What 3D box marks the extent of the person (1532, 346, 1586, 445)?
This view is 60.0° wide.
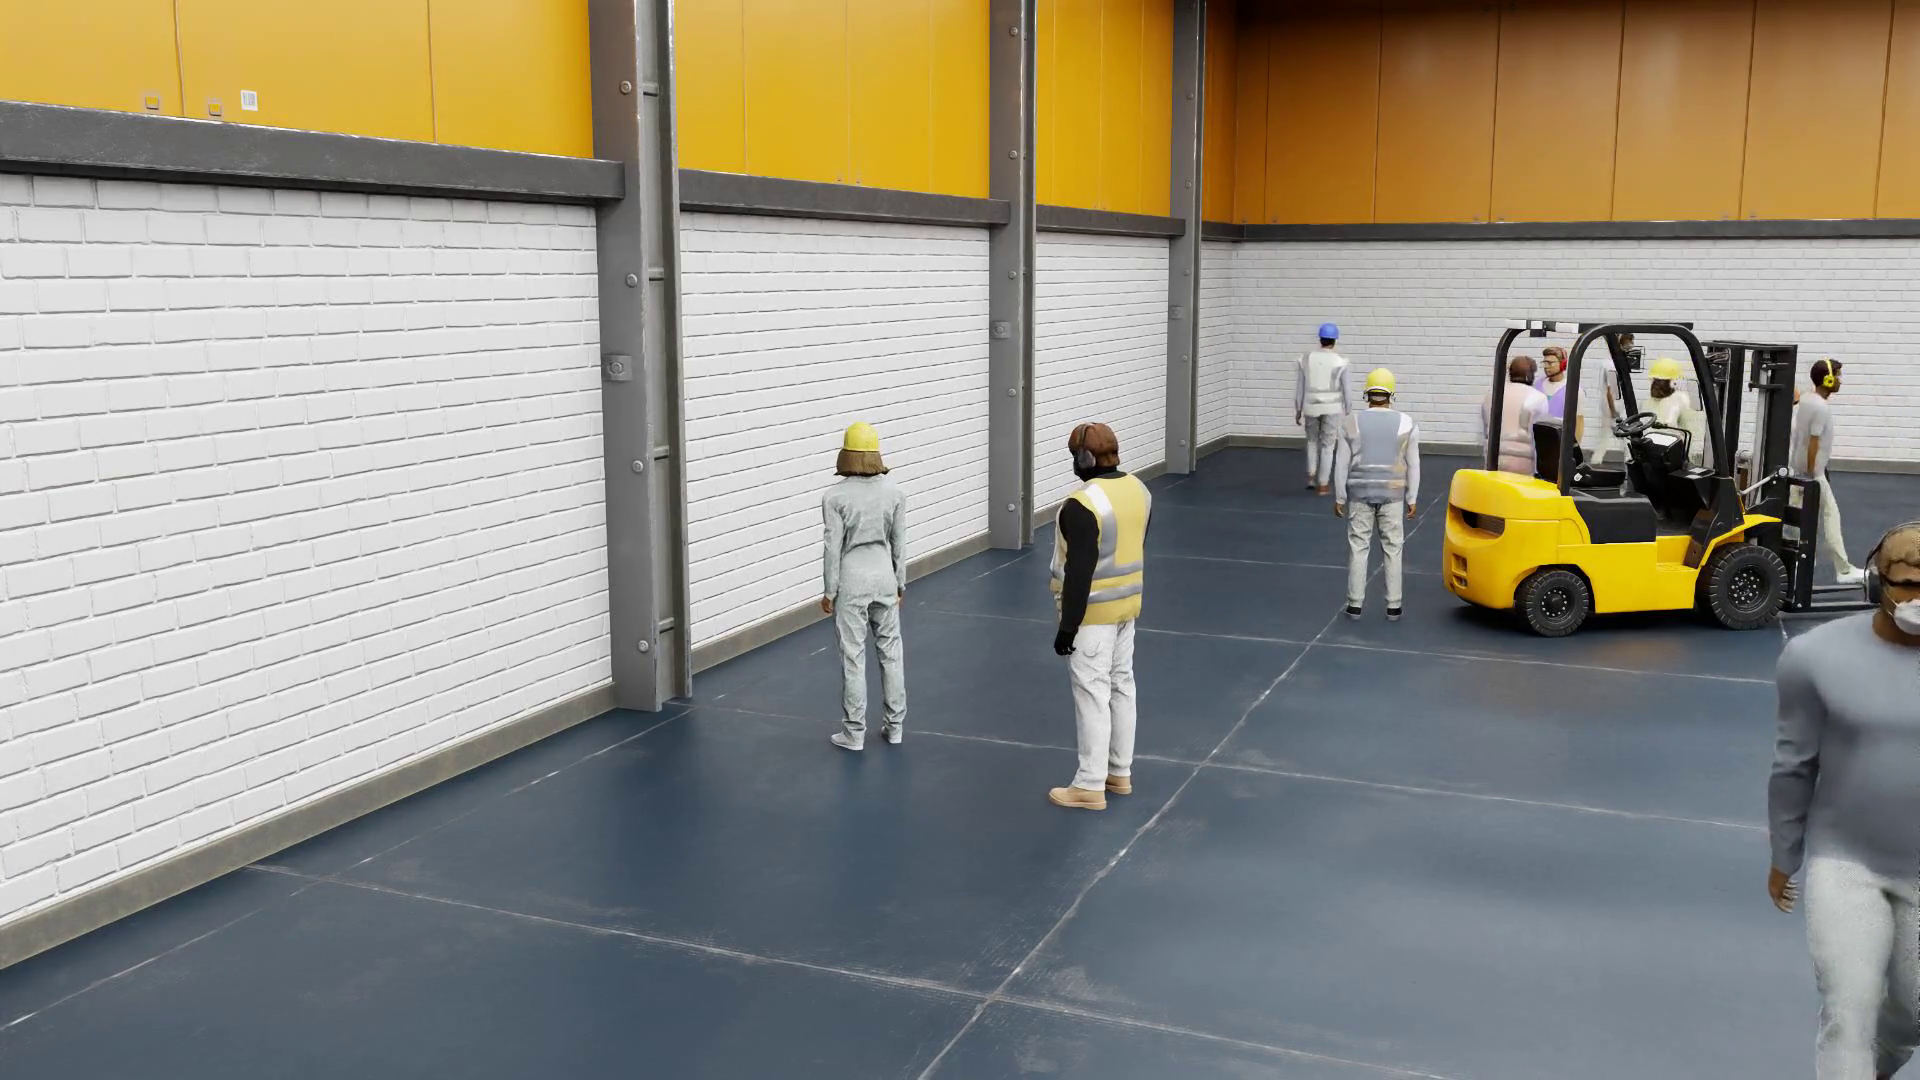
[{"bbox_3d":[5.357,-0.819,14.990,0.392,1.846,0.564,-6,11,-33],"label":"person"}]

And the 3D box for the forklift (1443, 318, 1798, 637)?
[{"bbox_3d":[4.706,-0.497,11.990,2.313,2.155,1.214,-2,10,-10],"label":"forklift"}]

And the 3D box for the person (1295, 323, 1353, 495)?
[{"bbox_3d":[4.107,-1.471,18.693,0.639,1.925,0.517,5,11,28],"label":"person"}]

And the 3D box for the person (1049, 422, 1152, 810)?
[{"bbox_3d":[0.642,0.356,7.908,0.429,1.838,0.622,7,11,35],"label":"person"}]

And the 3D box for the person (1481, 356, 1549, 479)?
[{"bbox_3d":[4.637,-0.622,13.875,0.596,1.815,0.650,-8,12,-41],"label":"person"}]

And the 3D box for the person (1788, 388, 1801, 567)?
[{"bbox_3d":[6.932,-0.567,14.222,0.793,1.594,0.503,4,10,20],"label":"person"}]

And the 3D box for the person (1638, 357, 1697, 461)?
[{"bbox_3d":[6.042,-0.672,14.228,0.727,1.806,0.588,-4,10,-22],"label":"person"}]

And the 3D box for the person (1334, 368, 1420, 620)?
[{"bbox_3d":[3.018,-0.329,12.066,0.600,1.830,0.403,2,10,11],"label":"person"}]

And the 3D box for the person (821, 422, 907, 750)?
[{"bbox_3d":[-0.517,0.243,8.868,0.490,1.743,0.324,-5,11,-28],"label":"person"}]

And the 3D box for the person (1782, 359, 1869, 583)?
[{"bbox_3d":[6.924,-0.551,13.453,0.957,1.823,0.517,1,9,7],"label":"person"}]

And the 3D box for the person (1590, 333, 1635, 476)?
[{"bbox_3d":[7.340,-1.367,18.348,0.870,1.828,0.568,9,13,44],"label":"person"}]

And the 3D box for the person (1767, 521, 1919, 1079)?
[{"bbox_3d":[2.555,0.869,4.581,0.638,1.913,0.840,4,10,24],"label":"person"}]
